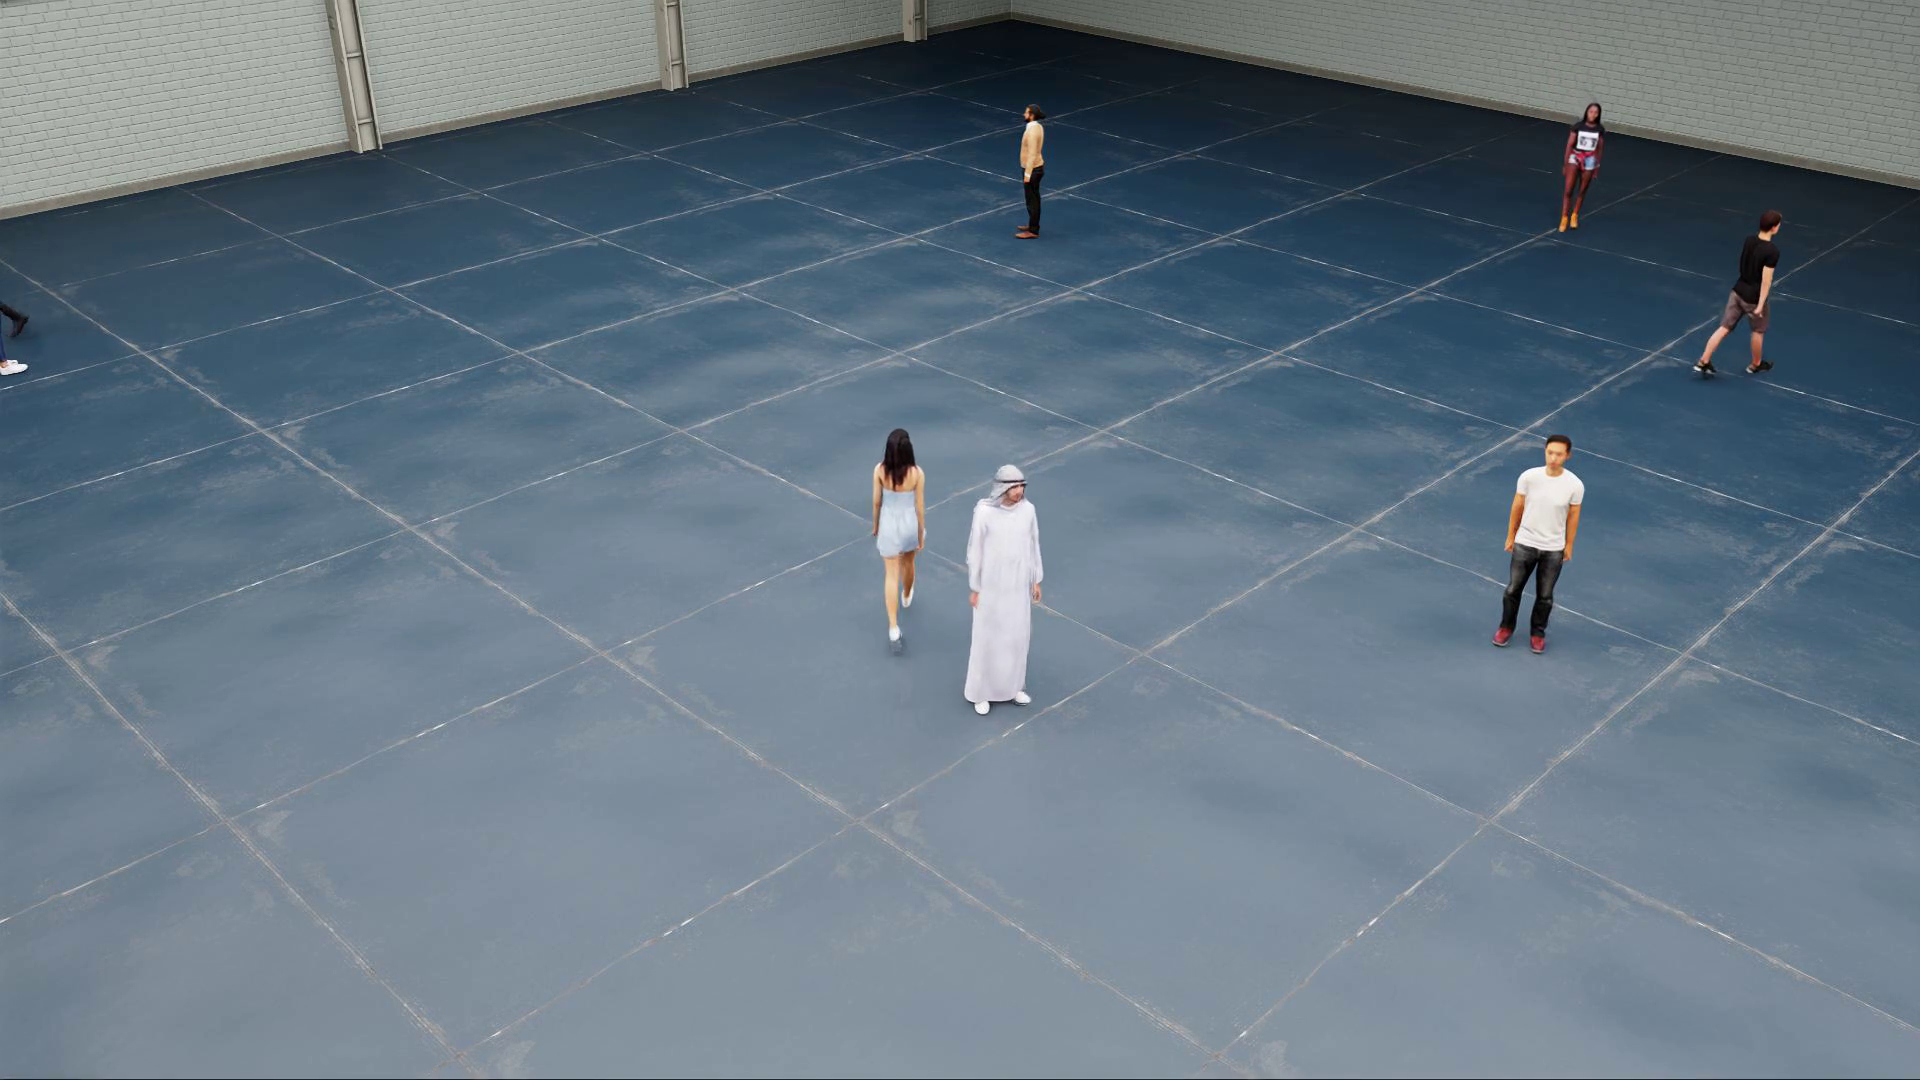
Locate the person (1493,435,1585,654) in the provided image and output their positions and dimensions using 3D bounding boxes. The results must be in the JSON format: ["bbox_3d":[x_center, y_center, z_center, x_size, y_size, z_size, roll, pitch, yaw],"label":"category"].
[{"bbox_3d":[4.459,0.014,12.757,0.715,1.803,0.679,10,30,19],"label":"person"}]

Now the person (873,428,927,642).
[{"bbox_3d":[-0.490,-0.018,12.937,1.088,1.691,1.196,1,28,3],"label":"person"}]

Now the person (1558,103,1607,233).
[{"bbox_3d":[8.337,-5.024,22.321,0.865,1.706,0.984,7,29,12],"label":"person"}]

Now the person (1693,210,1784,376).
[{"bbox_3d":[8.266,-2.575,17.593,1.287,1.827,0.967,-11,30,-20],"label":"person"}]

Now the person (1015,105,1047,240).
[{"bbox_3d":[0.957,-4.889,22.015,0.817,1.754,0.727,4,28,8],"label":"person"}]

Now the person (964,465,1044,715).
[{"bbox_3d":[0.298,0.320,12.051,0.723,1.926,0.878,-10,30,-18],"label":"person"}]
